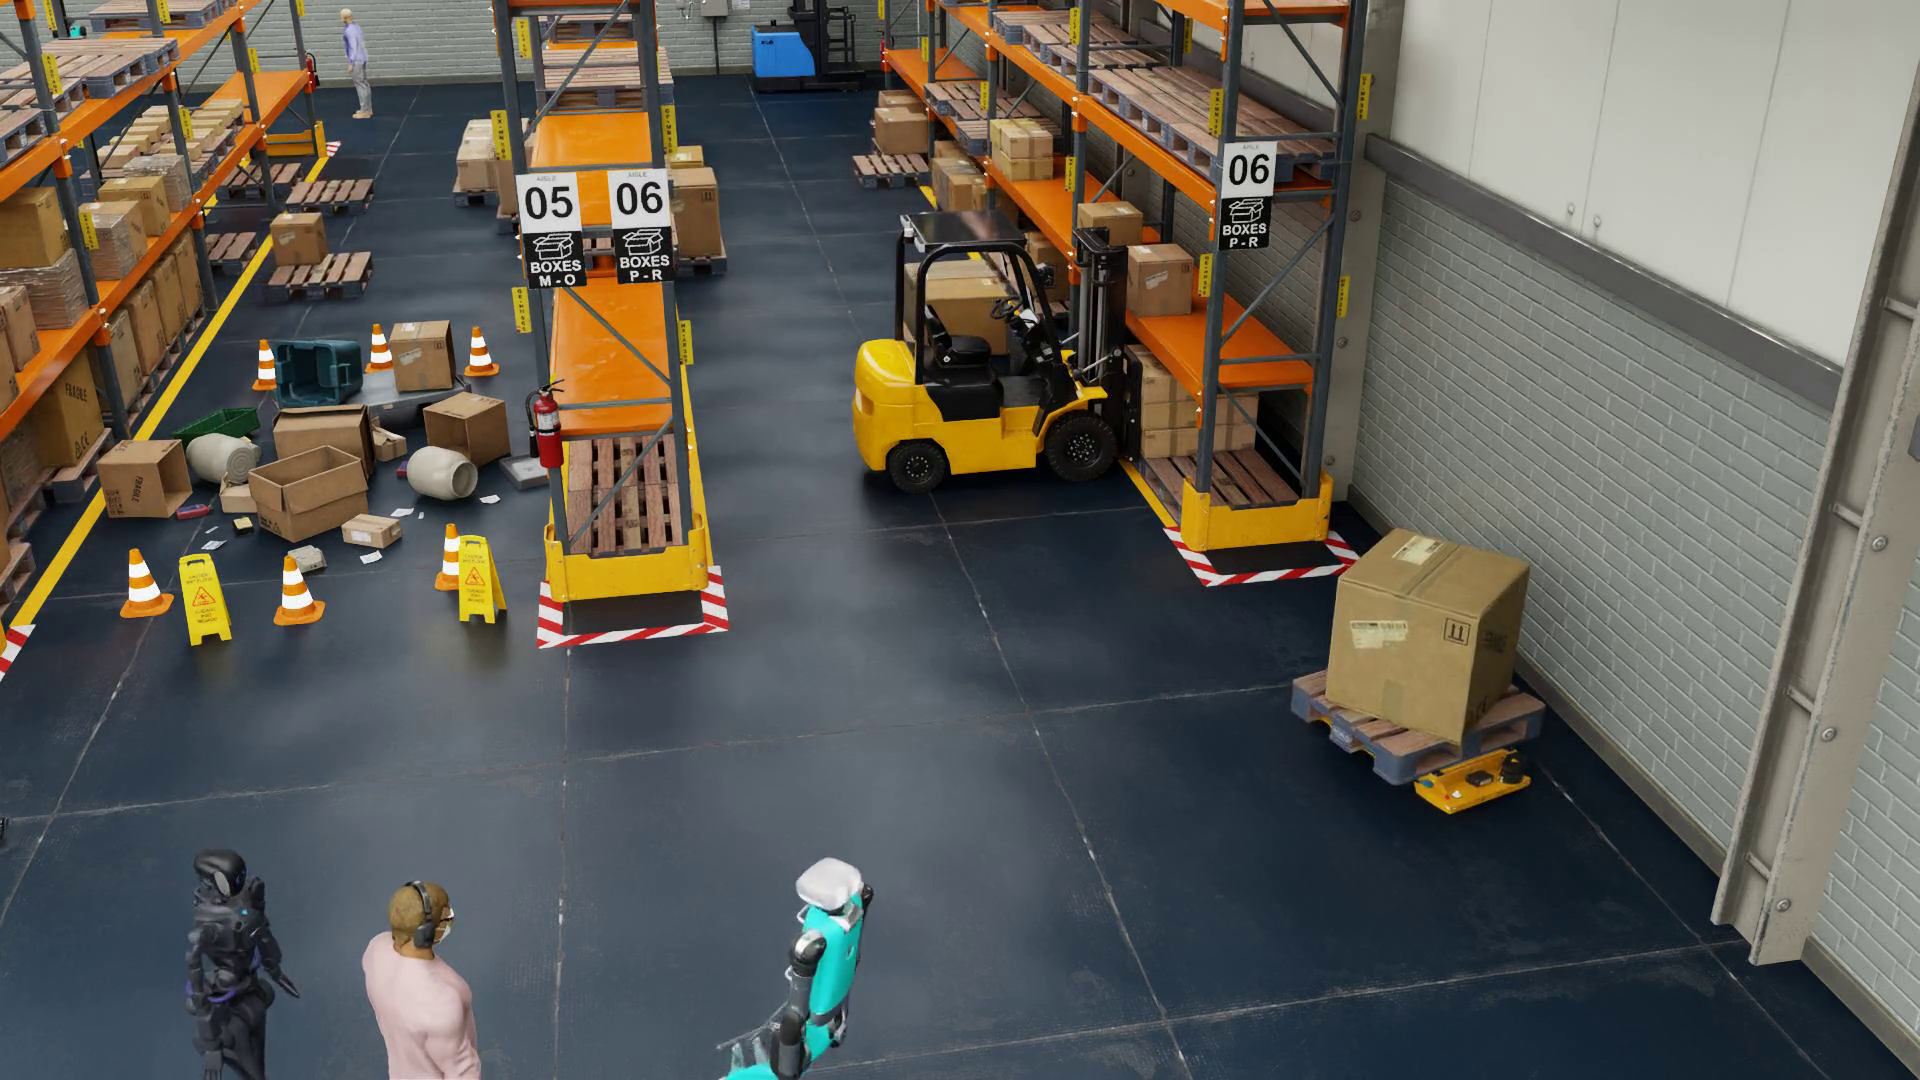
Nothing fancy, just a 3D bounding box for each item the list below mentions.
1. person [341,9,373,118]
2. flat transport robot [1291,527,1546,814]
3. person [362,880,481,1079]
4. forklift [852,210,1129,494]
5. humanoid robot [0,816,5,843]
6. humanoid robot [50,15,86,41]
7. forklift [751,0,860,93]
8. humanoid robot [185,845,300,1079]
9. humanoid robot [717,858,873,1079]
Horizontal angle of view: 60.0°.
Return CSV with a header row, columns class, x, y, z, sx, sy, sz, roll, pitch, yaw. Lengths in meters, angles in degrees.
class,x,y,z,sx,sy,sz,roll,pitch,yaw
person,-10.209,-8.071,28.174,0.393,1.796,0.593,-2,26,-4
flat transport robot,2.863,1.233,10.562,0.659,0.231,1.431,-13,29,-25
person,-2.073,2.186,6.655,0.372,1.934,0.627,-23,34,-40
forklift,0.216,-1.659,14.366,2.313,2.155,1.214,-5,26,-10
humanoid robot,-5.868,0.969,9.459,0.920,1.789,0.549,7,27,15
humanoid robot,-14.652,-7.810,27.757,0.536,1.777,0.997,-21,33,-37
forklift,-2.872,-9.679,30.288,1.873,2.768,1.129,-5,26,-10
humanoid robot,-3.183,2.031,7.282,0.377,1.647,0.591,5,26,10
humanoid robot,-0.799,2.070,7.121,0.845,1.745,0.552,11,28,21
